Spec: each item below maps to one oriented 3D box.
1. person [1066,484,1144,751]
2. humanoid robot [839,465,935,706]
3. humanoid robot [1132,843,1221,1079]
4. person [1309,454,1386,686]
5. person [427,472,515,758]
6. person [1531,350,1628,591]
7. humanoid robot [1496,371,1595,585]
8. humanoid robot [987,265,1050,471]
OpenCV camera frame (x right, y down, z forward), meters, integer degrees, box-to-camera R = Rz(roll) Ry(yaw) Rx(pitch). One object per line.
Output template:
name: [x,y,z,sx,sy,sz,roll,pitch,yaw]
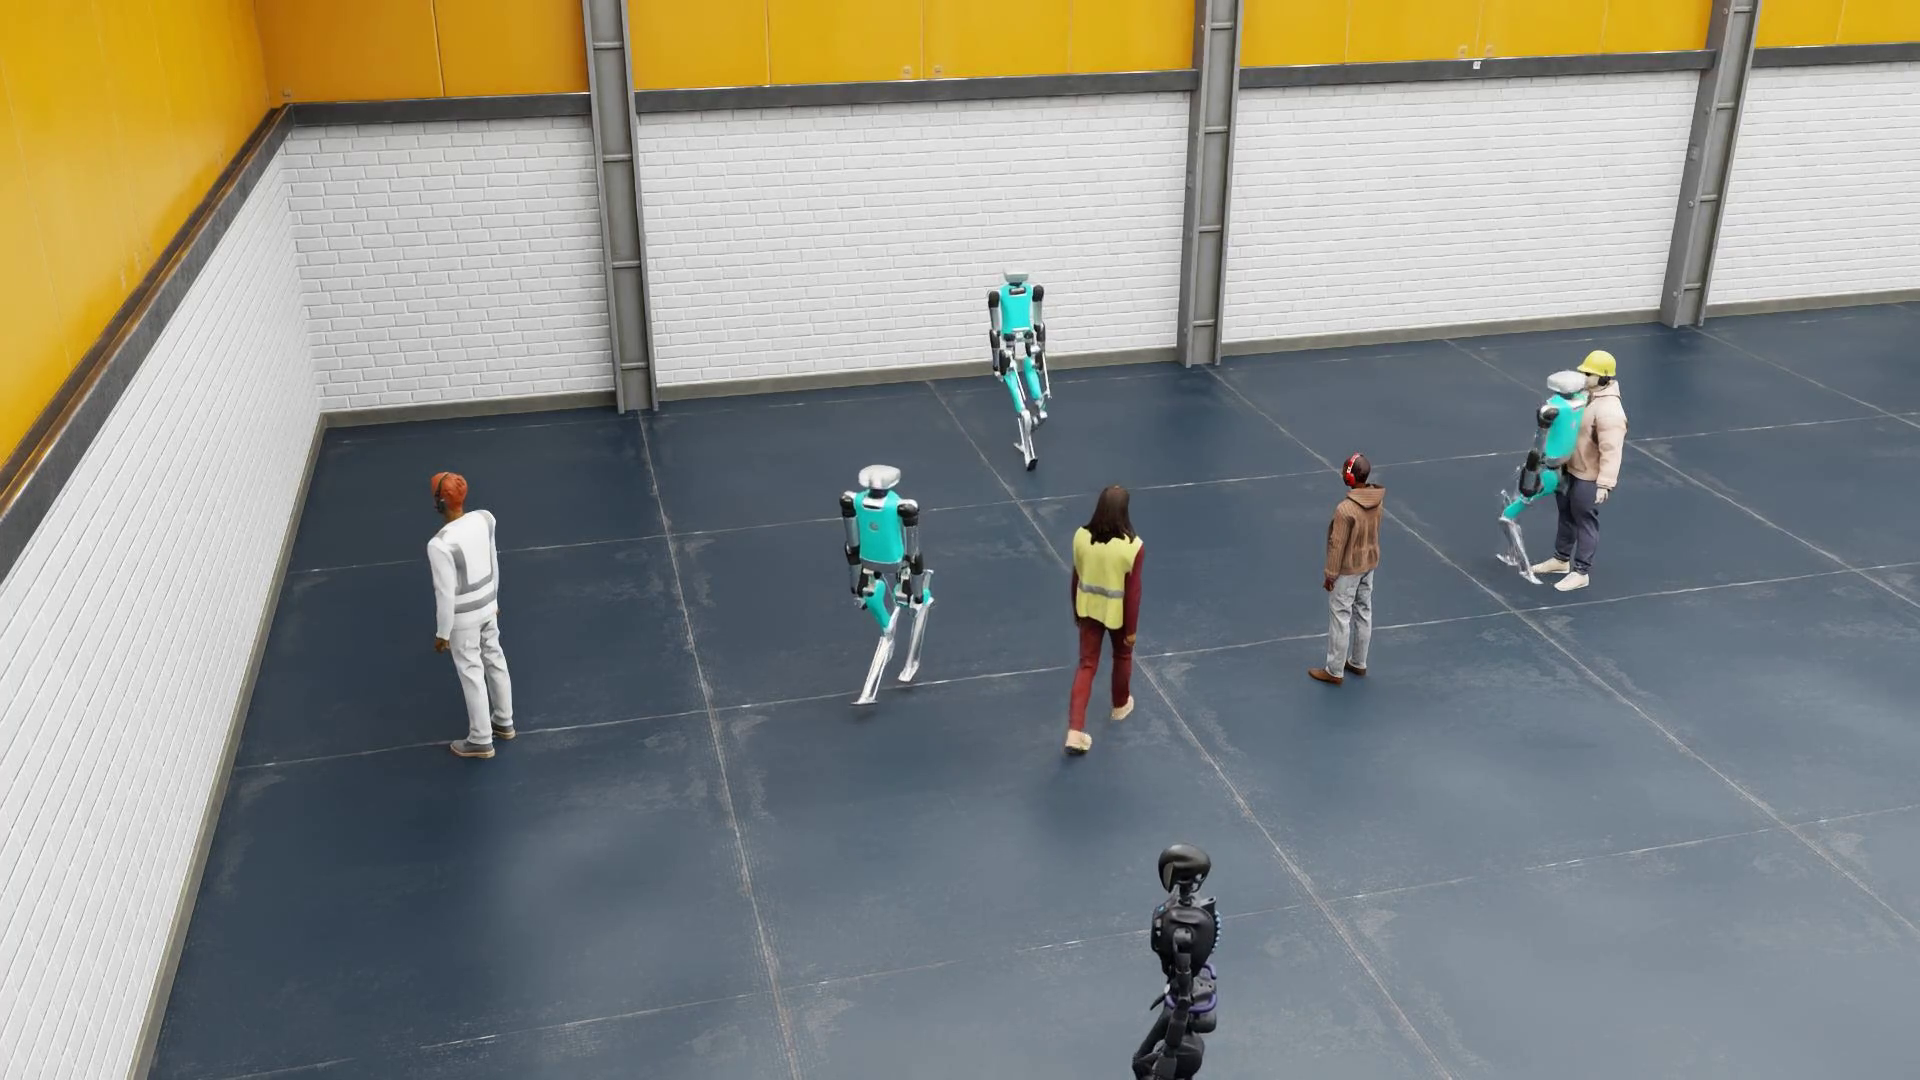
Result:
person: [0.906,0.474,10.468,0.477,1.732,0.883,11,26,23]
humanoid robot: [-0.421,0.260,10.935,0.530,1.729,0.989,9,25,19]
humanoid robot: [0.916,2.019,7.028,0.361,1.652,0.609,3,24,7]
person: [2.636,0.205,11.187,0.462,1.648,0.327,-18,29,-35]
person: [-3.049,0.462,10.309,0.354,1.883,0.572,9,25,20]
person: [4.734,-0.540,12.599,0.409,1.870,0.796,-5,24,-12]
humanoid robot: [4.338,-0.507,12.734,0.552,1.792,0.874,-10,26,-22]
humanoid robot: [0.606,-1.501,15.039,0.560,1.843,0.851,-7,25,-16]
